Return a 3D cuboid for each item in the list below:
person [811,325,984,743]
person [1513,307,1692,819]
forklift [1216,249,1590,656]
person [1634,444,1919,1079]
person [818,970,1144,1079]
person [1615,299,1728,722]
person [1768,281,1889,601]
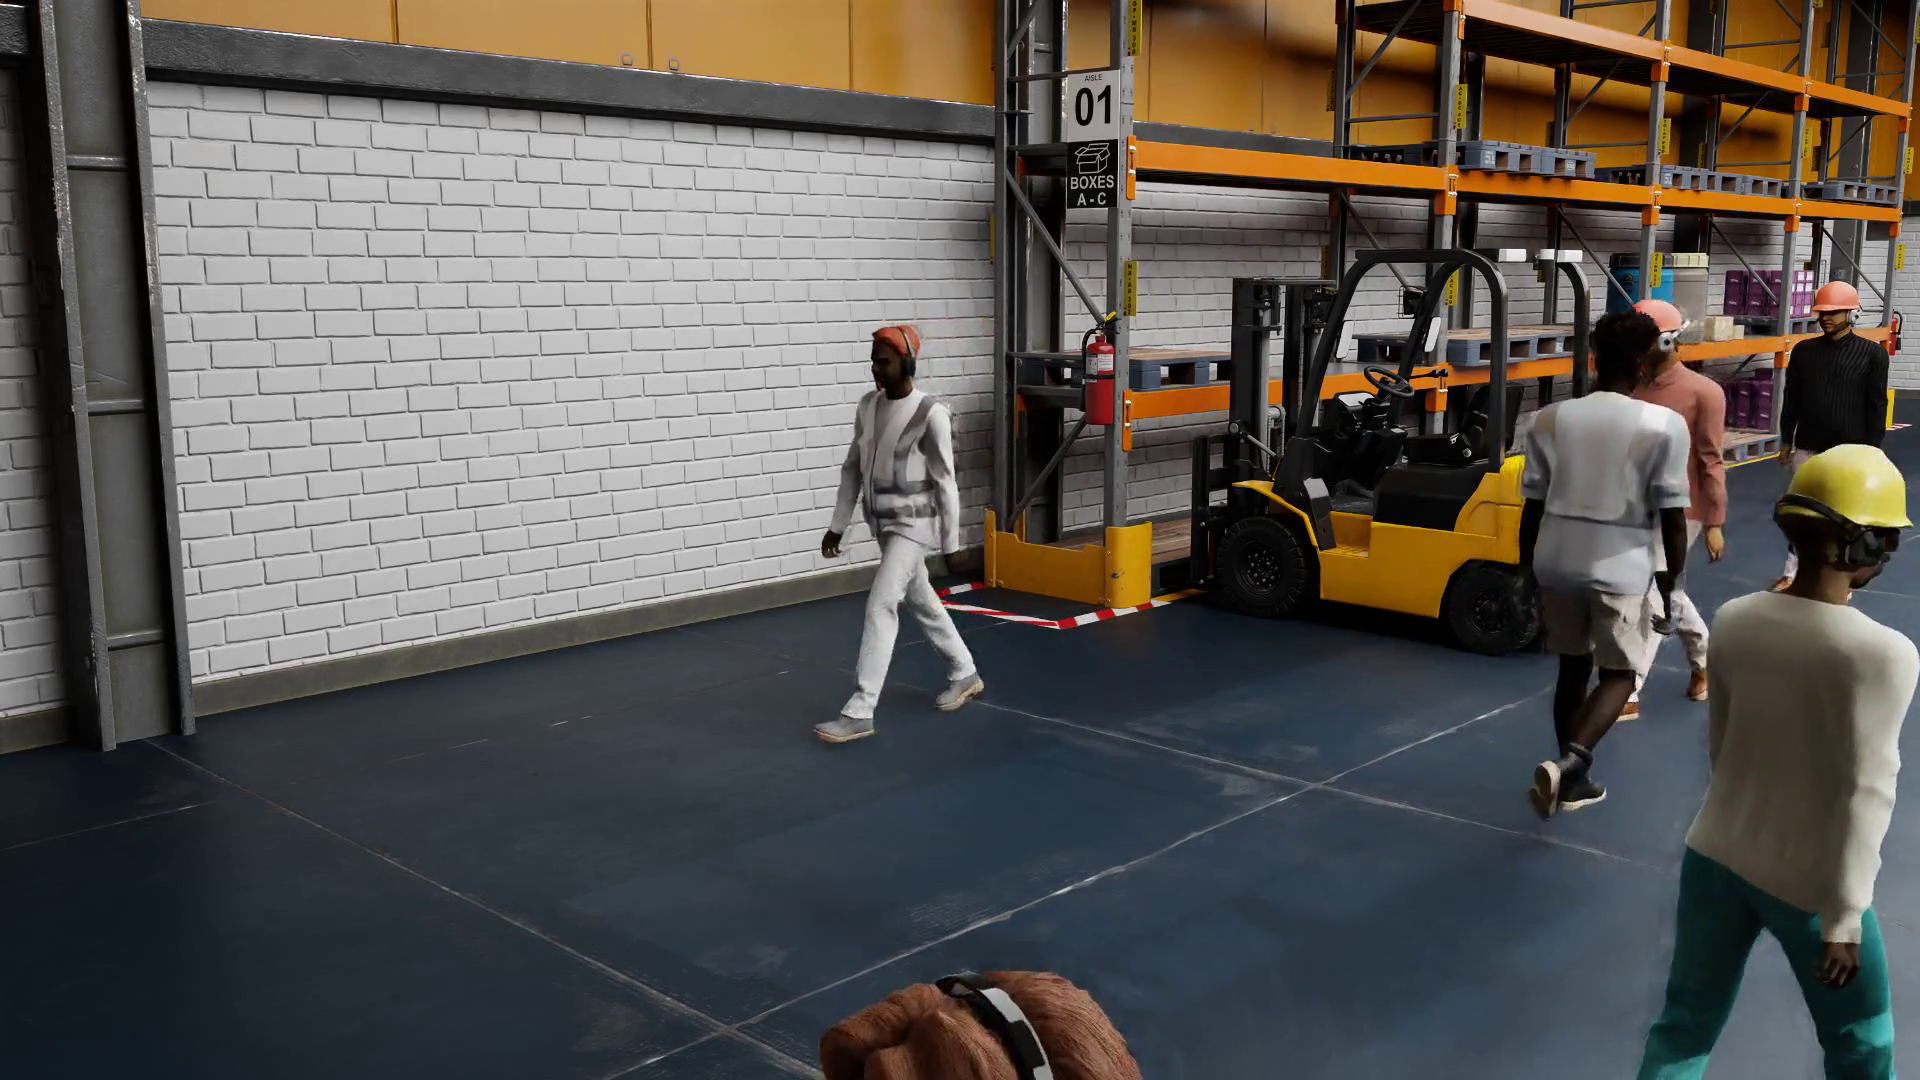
[{"bbox_3d":[-0.238,-0.054,7.517,1.022,1.837,0.569,-7,11,-35],"label":"person"},{"bbox_3d":[2.306,0.120,6.094,0.639,1.935,0.747,8,12,42],"label":"person"},{"bbox_3d":[2.710,-0.584,9.626,2.313,2.155,1.214,9,13,43],"label":"forklift"},{"bbox_3d":[1.742,0.668,3.396,0.897,1.716,0.531,-3,10,-18],"label":"person"},{"bbox_3d":[0.002,1.083,1.242,0.882,1.588,0.549,-6,11,-33],"label":"person"},{"bbox_3d":[3.313,-0.150,7.763,1.005,1.944,0.649,-4,10,-25],"label":"person"},{"bbox_3d":[5.412,-0.606,10.369,0.396,1.993,0.617,-7,12,-37],"label":"person"}]
